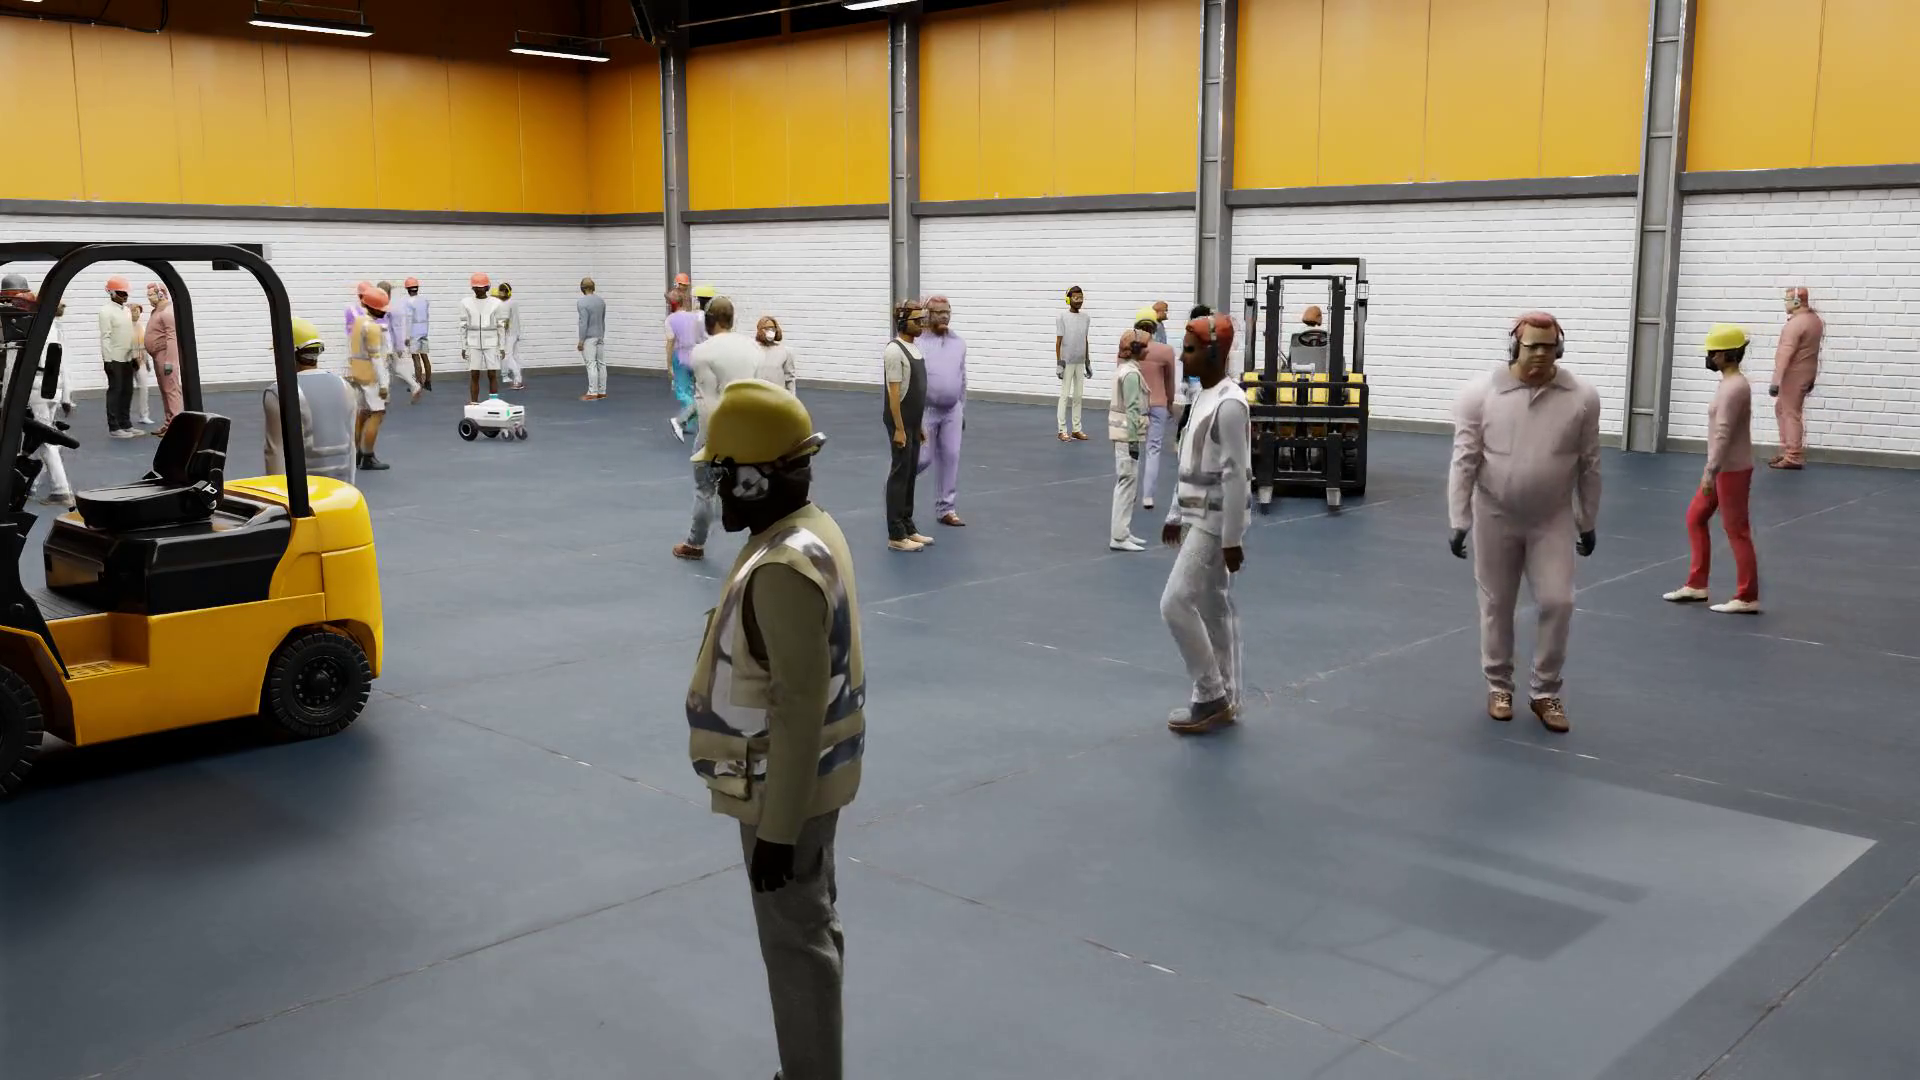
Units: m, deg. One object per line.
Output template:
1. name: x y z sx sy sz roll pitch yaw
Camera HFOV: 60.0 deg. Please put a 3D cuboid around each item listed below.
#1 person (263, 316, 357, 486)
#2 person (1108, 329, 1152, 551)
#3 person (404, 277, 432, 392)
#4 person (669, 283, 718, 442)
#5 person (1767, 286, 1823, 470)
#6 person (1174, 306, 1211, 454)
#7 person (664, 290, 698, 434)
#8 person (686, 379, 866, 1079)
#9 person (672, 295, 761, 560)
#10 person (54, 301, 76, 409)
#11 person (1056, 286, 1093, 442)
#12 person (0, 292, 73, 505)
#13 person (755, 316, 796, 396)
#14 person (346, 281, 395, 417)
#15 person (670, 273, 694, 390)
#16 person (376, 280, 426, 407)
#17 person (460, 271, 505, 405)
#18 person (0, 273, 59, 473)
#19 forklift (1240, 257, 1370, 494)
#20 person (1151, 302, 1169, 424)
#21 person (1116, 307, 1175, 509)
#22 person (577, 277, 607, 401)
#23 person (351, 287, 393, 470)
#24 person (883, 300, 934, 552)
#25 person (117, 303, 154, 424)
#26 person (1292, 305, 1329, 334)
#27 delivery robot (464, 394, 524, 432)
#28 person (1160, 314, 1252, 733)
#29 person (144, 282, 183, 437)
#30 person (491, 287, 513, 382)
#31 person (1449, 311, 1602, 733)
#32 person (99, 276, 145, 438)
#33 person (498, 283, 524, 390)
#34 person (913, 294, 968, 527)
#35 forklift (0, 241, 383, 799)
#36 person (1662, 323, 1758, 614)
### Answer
1. person: -3.451 -0.269 8.829 0.403 1.823 0.590 4 10 24
2. person: 1.250 -0.733 12.266 0.313 1.632 0.522 0 9 2
3. person: -9.199 -3.469 28.111 0.376 1.933 0.545 4 10 23
4. person: -3.068 -2.049 19.496 0.669 1.905 0.586 -5 10 -26
5. person: 8.540 -1.675 17.210 0.557 1.891 0.681 9 13 44
6. person: 2.705 -1.743 18.347 0.779 1.661 0.552 4 10 25
7. person: -3.358 -2.182 20.614 0.700 1.815 0.616 6 11 33
8. person: -0.415 0.548 3.795 0.403 1.828 0.598 0 9 -2
9. person: -1.608 -0.754 11.614 1.014 1.893 0.649 7 12 38
10. person: -13.285 -2.716 24.476 0.440 1.610 0.519 -6 11 -33
11. person: 1.379 -2.122 20.046 0.518 1.872 0.326 -6 11 -34
12. person: -8.175 -1.223 14.549 0.790 1.858 0.608 2 9 9
13. person: -1.795 -1.283 15.616 0.507 1.636 0.275 0 9 -2
14. person: -8.151 -2.624 23.037 0.567 1.885 0.964 -9 13 -43
15. person: -4.767 -3.562 28.500 0.392 1.989 0.618 2 10 14
16. person: -8.503 -2.940 24.973 0.916 1.909 0.638 -7 12 -37
17. person: -6.617 -2.694 23.059 0.605 2.033 0.399 -1 9 -7
18. person: -9.482 -1.679 16.809 0.687 2.000 0.535 -5 11 -28
19. forklift: 3.309 -1.629 16.029 1.214 2.155 2.313 2 9 11
20. person: 2.656 -2.376 22.323 0.282 1.633 0.501 1 9 8
21. person: 1.618 -1.165 14.580 0.529 1.737 0.767 0 9 3
22. person: -5.794 -3.148 26.133 0.376 1.937 0.629 4 10 23
23. person: -6.124 -1.663 17.206 0.431 1.887 0.741 -7 11 -36
24. person: -0.384 -0.841 12.264 0.345 1.846 0.508 3 10 15
25. person: -11.049 -2.342 22.196 0.444 1.632 0.545 4 10 21
26. person: 4.377 -2.086 20.597 0.516 1.622 0.456 7 12 38
27. delivery robot: -5.627 -1.522 20.101 0.707 0.478 0.477 4 10 23
28. person: 1.061 -0.068 7.453 0.476 1.869 0.586 0 9 3
29. person: -9.864 -2.227 20.587 0.408 1.906 0.638 -7 11 -36
30. person: -8.465 -3.760 30.502 0.487 1.741 0.311 2 9 11
31. person: 2.541 -0.078 7.484 0.676 1.882 0.651 2 9 12
32. person: -10.295 -2.238 20.419 0.429 1.983 0.638 0 9 0
33. person: -7.714 -3.492 28.582 0.354 1.834 0.655 0 9 -2
34. person: -0.256 -1.062 13.540 0.651 1.881 0.754 -6 11 -32
35. forklift: -3.706 -0.171 7.093 1.214 2.155 2.313 9 13 43
36. person: 4.541 -0.426 10.026 0.685 1.739 0.551 5 10 26
